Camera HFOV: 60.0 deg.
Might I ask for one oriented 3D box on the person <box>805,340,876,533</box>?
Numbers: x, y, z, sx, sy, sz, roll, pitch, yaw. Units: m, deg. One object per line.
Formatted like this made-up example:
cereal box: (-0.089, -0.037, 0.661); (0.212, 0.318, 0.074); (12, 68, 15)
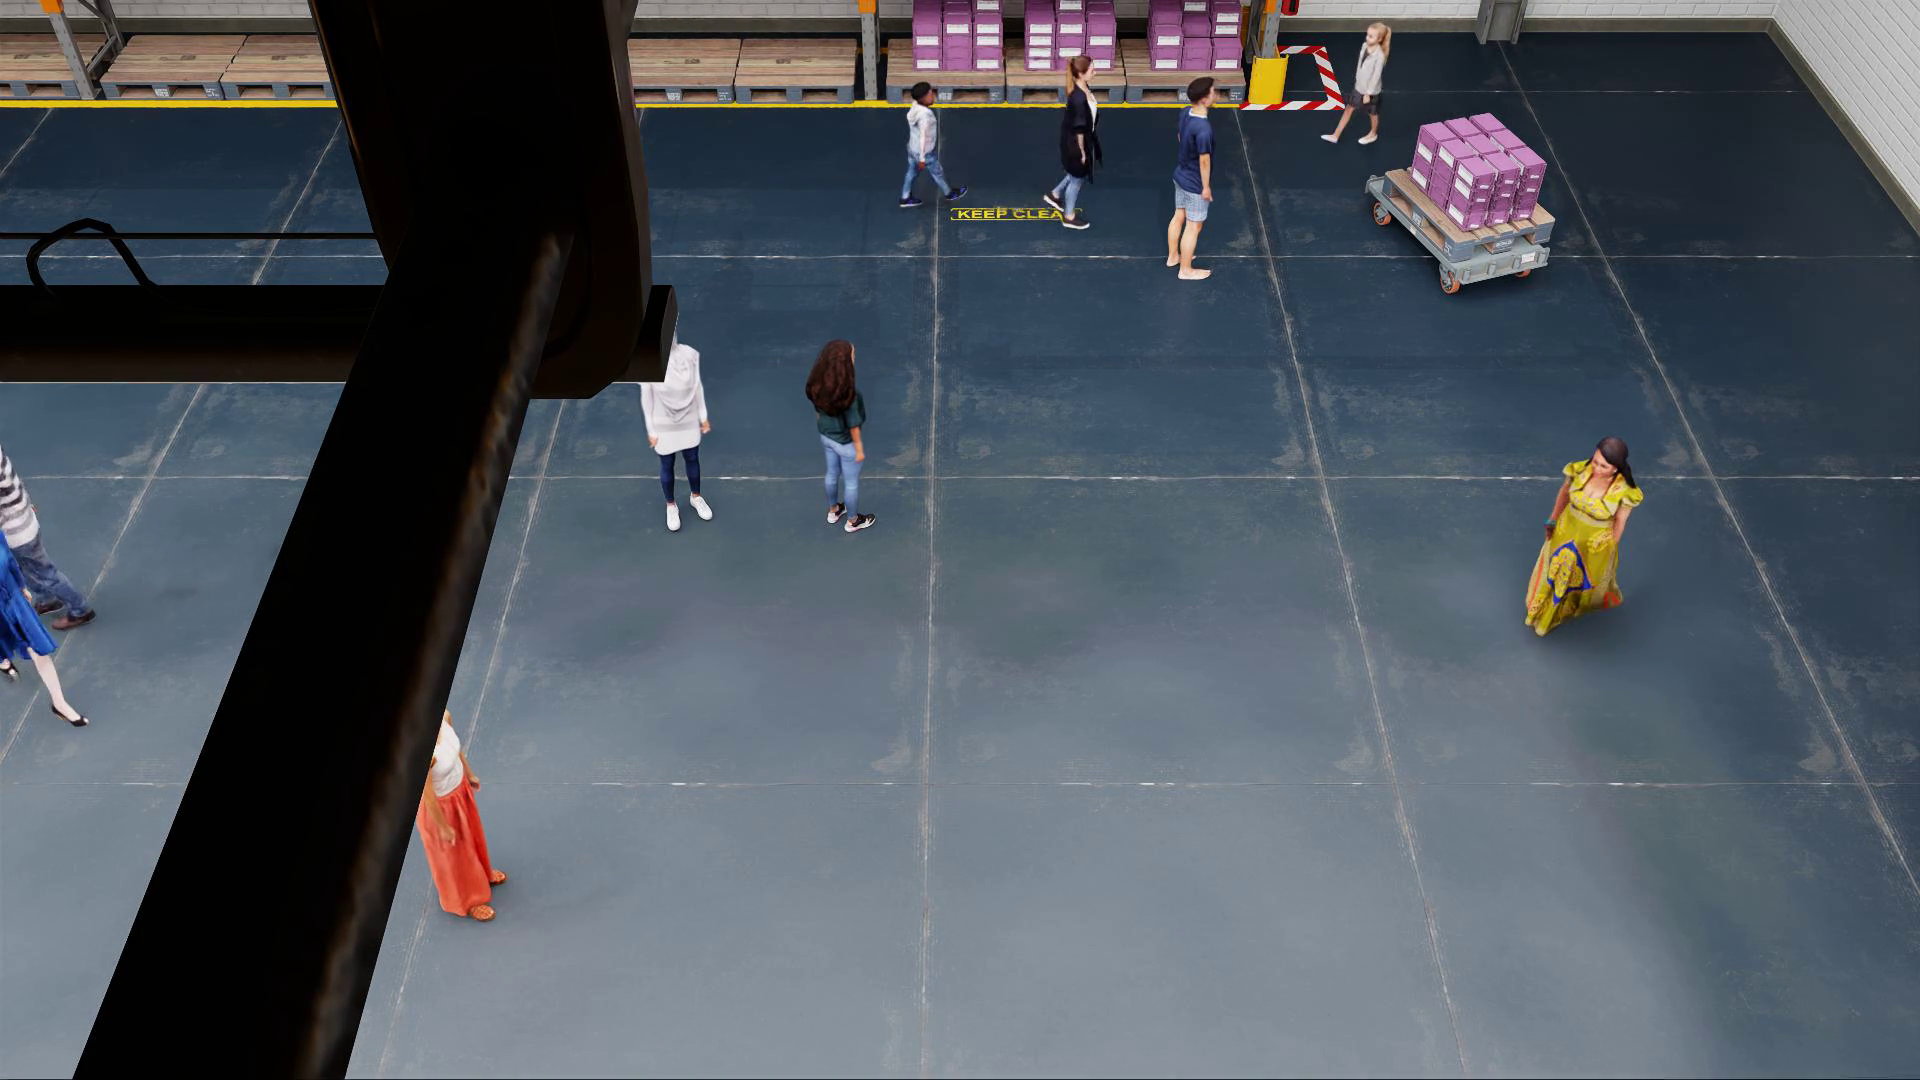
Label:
person: (-0.852, -0.736, 11.867); (0.710, 1.616, 0.774); (33, 52, 29)

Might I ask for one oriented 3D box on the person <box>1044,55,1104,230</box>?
person: (0.954, -3.520, 14.748); (0.807, 1.673, 0.709); (9, 44, 10)

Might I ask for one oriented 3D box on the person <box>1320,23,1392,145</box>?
person: (3.956, -4.353, 15.929); (0.912, 1.249, 0.733); (-17, 46, -17)

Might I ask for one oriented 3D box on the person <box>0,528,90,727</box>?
person: (-6.129, 0.436, 10.523); (1.230, 1.773, 1.007); (24, 48, 23)

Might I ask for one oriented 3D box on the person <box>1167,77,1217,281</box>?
person: (1.980, -3.078, 14.154); (0.673, 1.852, 0.688); (-14, 45, -14)

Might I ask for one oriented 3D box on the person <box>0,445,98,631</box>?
person: (-6.168, -0.101, 11.044); (0.833, 1.832, 0.796); (-15, 46, -15)

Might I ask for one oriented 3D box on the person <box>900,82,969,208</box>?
person: (-0.398, -3.561, 15.112); (0.910, 1.230, 0.669); (-13, 45, -13)

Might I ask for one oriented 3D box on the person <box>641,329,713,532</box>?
person: (-2.032, -0.854, 11.875); (0.602, 1.775, 0.740); (-17, 46, -17)

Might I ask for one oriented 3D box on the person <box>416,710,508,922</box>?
person: (-2.909, 1.473, 9.412); (0.617, 1.803, 0.652); (5, 44, 6)

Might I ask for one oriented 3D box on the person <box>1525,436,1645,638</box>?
person: (4.215, -0.062, 11.136); (1.098, 1.648, 1.141); (29, 51, 27)
